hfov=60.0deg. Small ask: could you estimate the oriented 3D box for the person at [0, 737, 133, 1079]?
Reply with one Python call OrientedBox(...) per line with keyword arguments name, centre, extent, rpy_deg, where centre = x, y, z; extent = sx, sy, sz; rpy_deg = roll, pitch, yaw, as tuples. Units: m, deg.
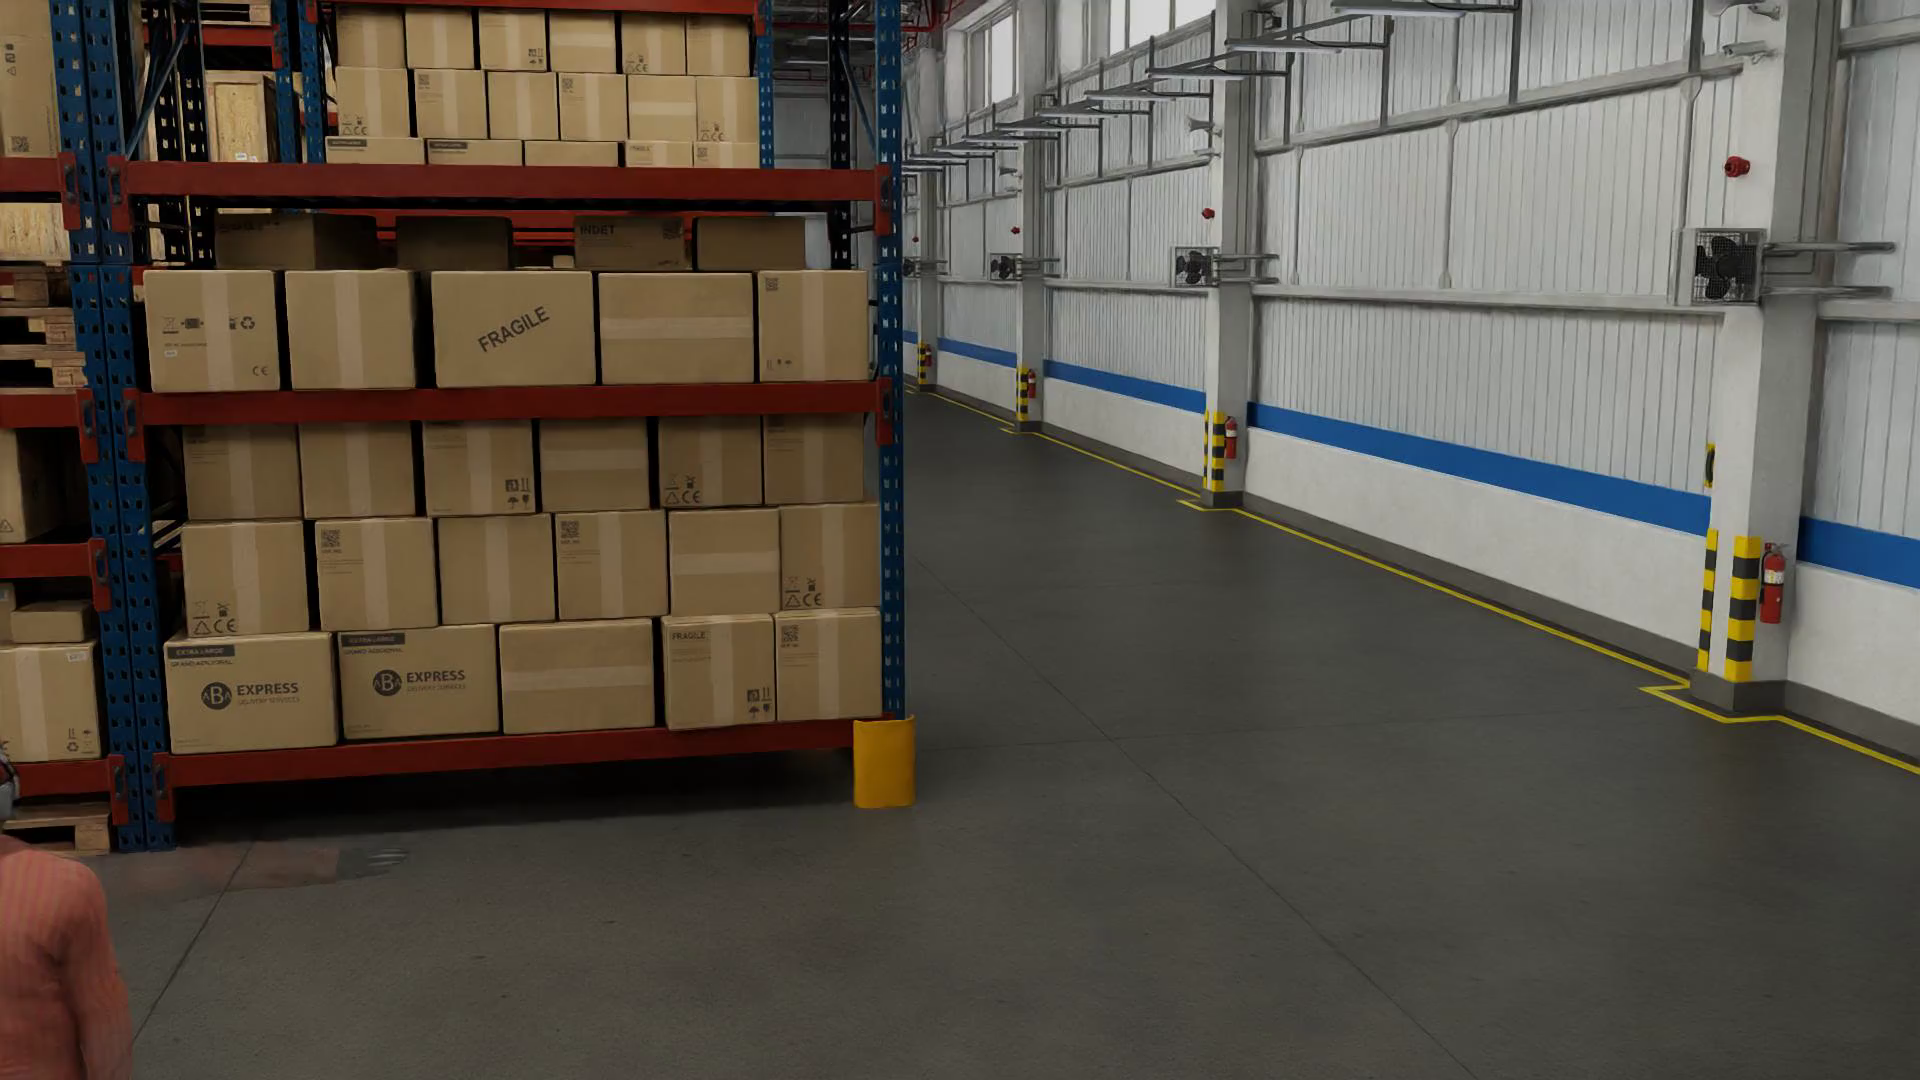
OrientedBox(name="person", centre=(-2.407, 1.411, 4.170), extent=(0.651, 1.904, 0.403), rpy_deg=(-2, 10, -12))
